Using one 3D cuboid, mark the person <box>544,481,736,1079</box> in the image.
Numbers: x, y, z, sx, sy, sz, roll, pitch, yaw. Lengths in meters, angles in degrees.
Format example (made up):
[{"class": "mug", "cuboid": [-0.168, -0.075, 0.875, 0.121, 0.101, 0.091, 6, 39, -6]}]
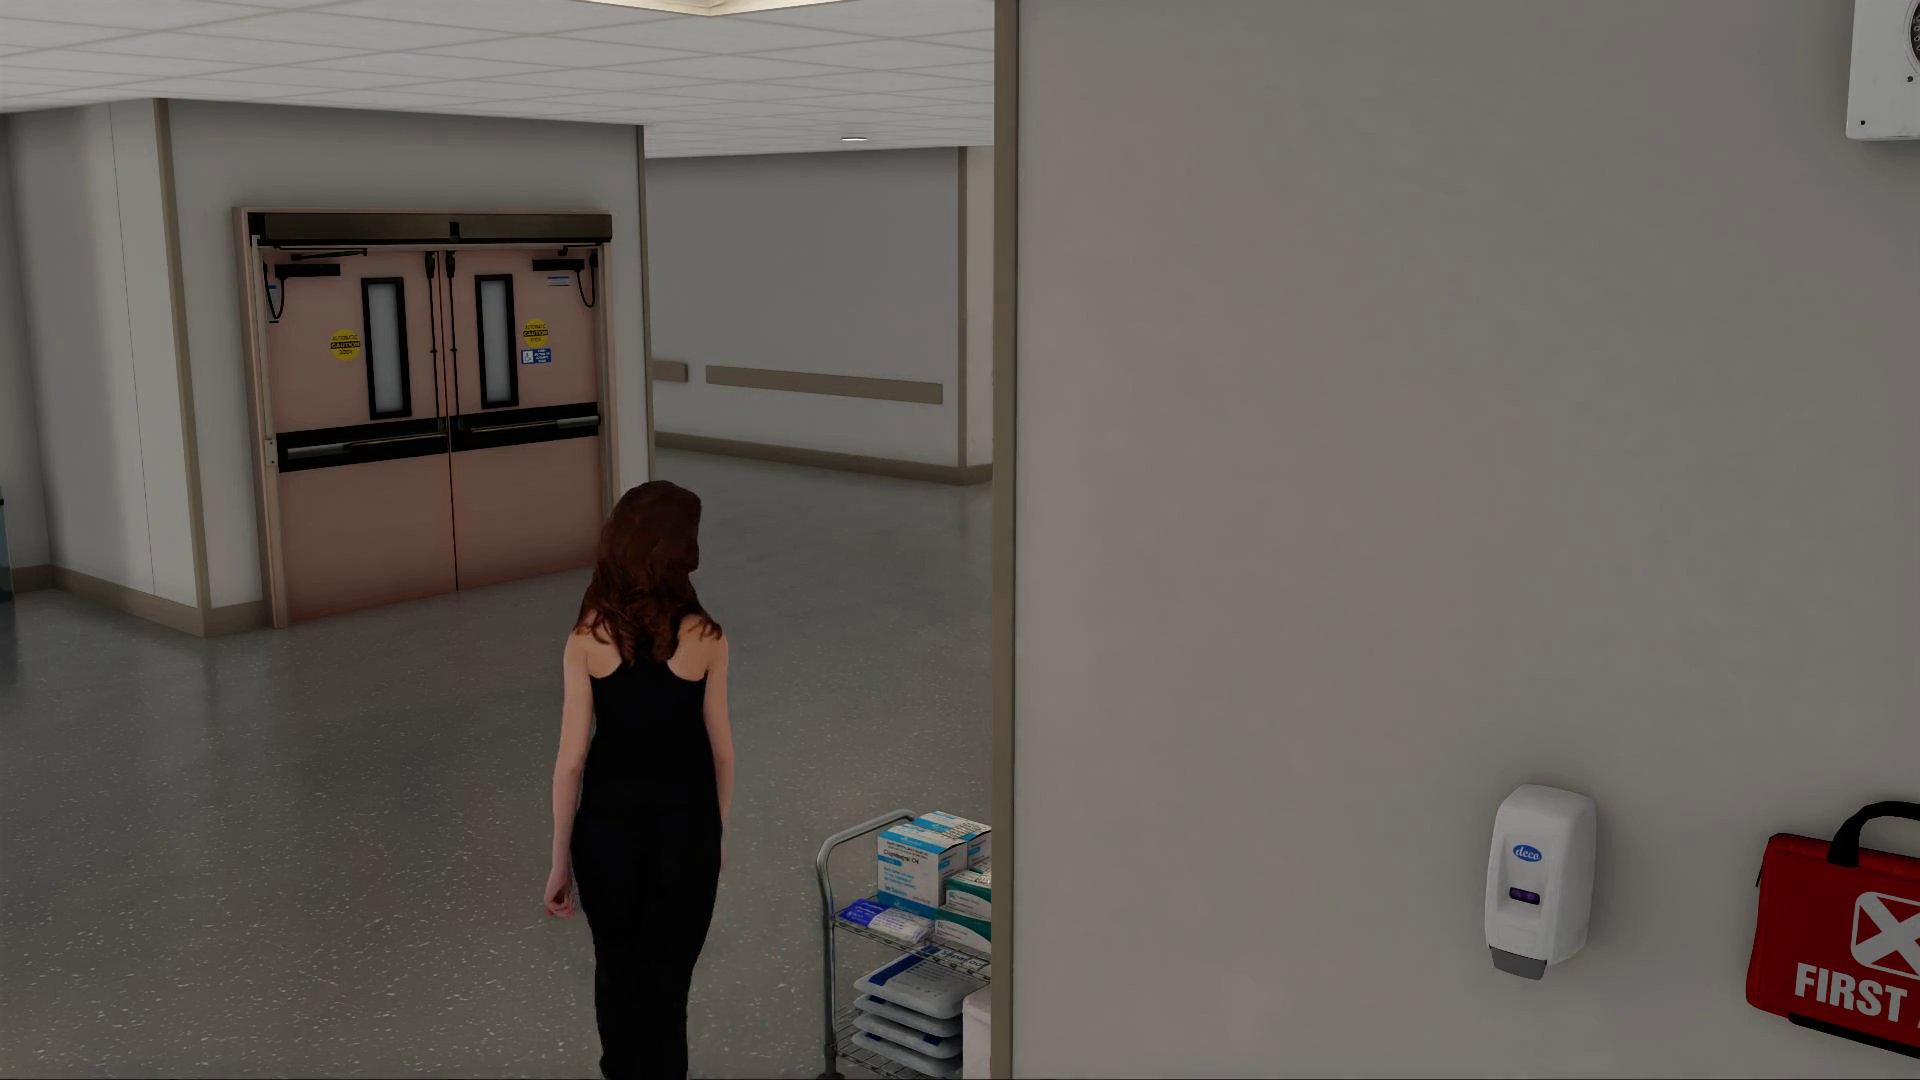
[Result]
[{"class": "person", "cuboid": [-0.715, 0.759, 3.857, 1.117, 1.699, 1.133, -2, 11, -11]}]
